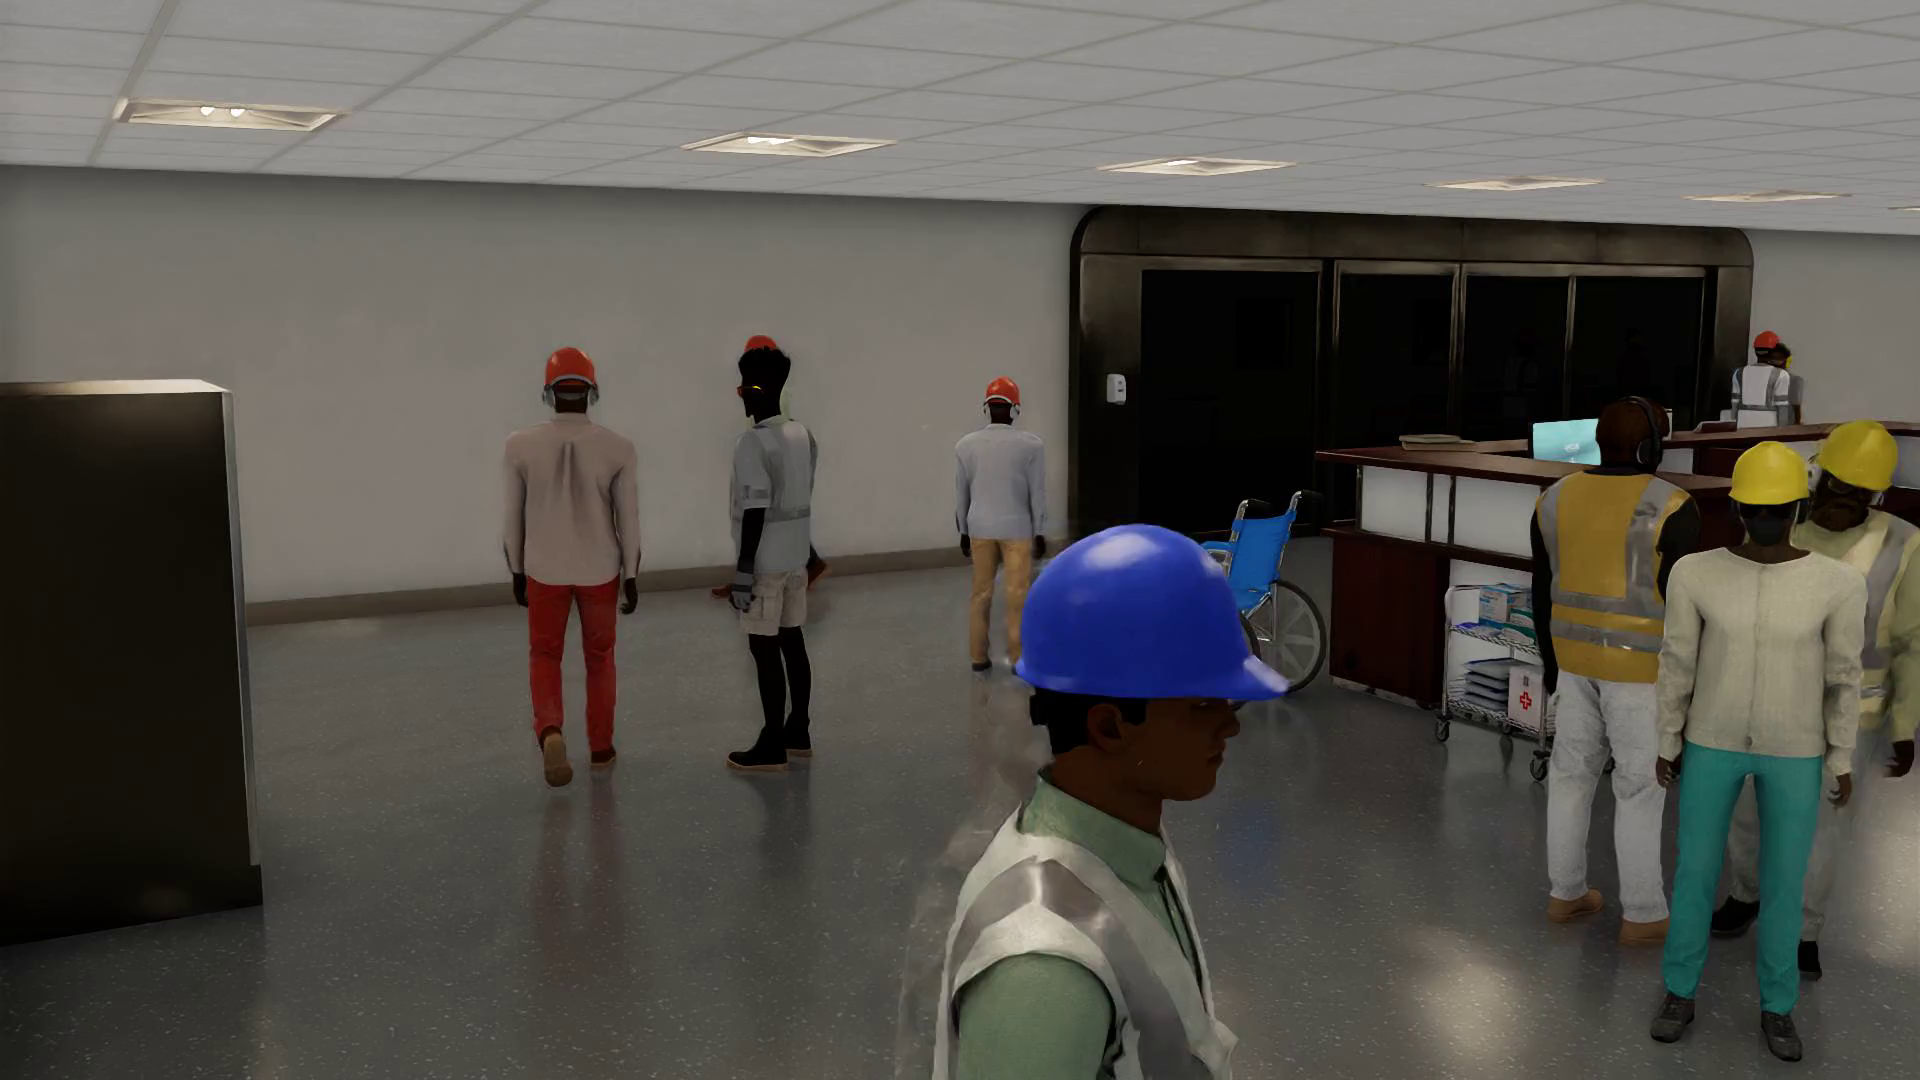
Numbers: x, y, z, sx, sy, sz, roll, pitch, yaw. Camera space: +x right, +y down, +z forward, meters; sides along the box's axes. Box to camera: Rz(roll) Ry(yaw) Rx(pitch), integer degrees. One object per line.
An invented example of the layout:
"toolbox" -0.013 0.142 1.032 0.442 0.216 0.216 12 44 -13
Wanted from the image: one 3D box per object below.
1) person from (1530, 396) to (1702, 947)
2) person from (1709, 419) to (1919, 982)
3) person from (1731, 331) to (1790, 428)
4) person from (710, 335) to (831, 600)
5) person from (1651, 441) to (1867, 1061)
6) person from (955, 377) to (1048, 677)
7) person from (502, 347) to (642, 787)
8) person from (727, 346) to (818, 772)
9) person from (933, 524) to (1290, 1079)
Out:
"person" 2.239 0.437 5.637 0.430 1.845 0.619 -5 9 -33
"person" 2.725 0.509 5.286 0.481 1.800 0.634 -8 11 -44
"person" 7.804 -1.069 16.229 0.388 1.928 0.546 -6 10 -38
"person" -1.402 -0.543 12.343 0.785 1.982 0.622 -2 8 -12
"person" 2.259 0.598 4.733 0.529 1.767 0.329 4 9 24
"person" 0.249 -0.076 9.696 0.564 1.743 0.351 3 8 22
"person" -1.731 0.127 7.433 0.615 1.970 0.779 -2 8 -11
"person" -0.882 0.087 7.714 0.361 1.964 0.616 3 8 22
"person" 0.157 0.917 1.975 0.984 1.900 0.623 1 8 8
